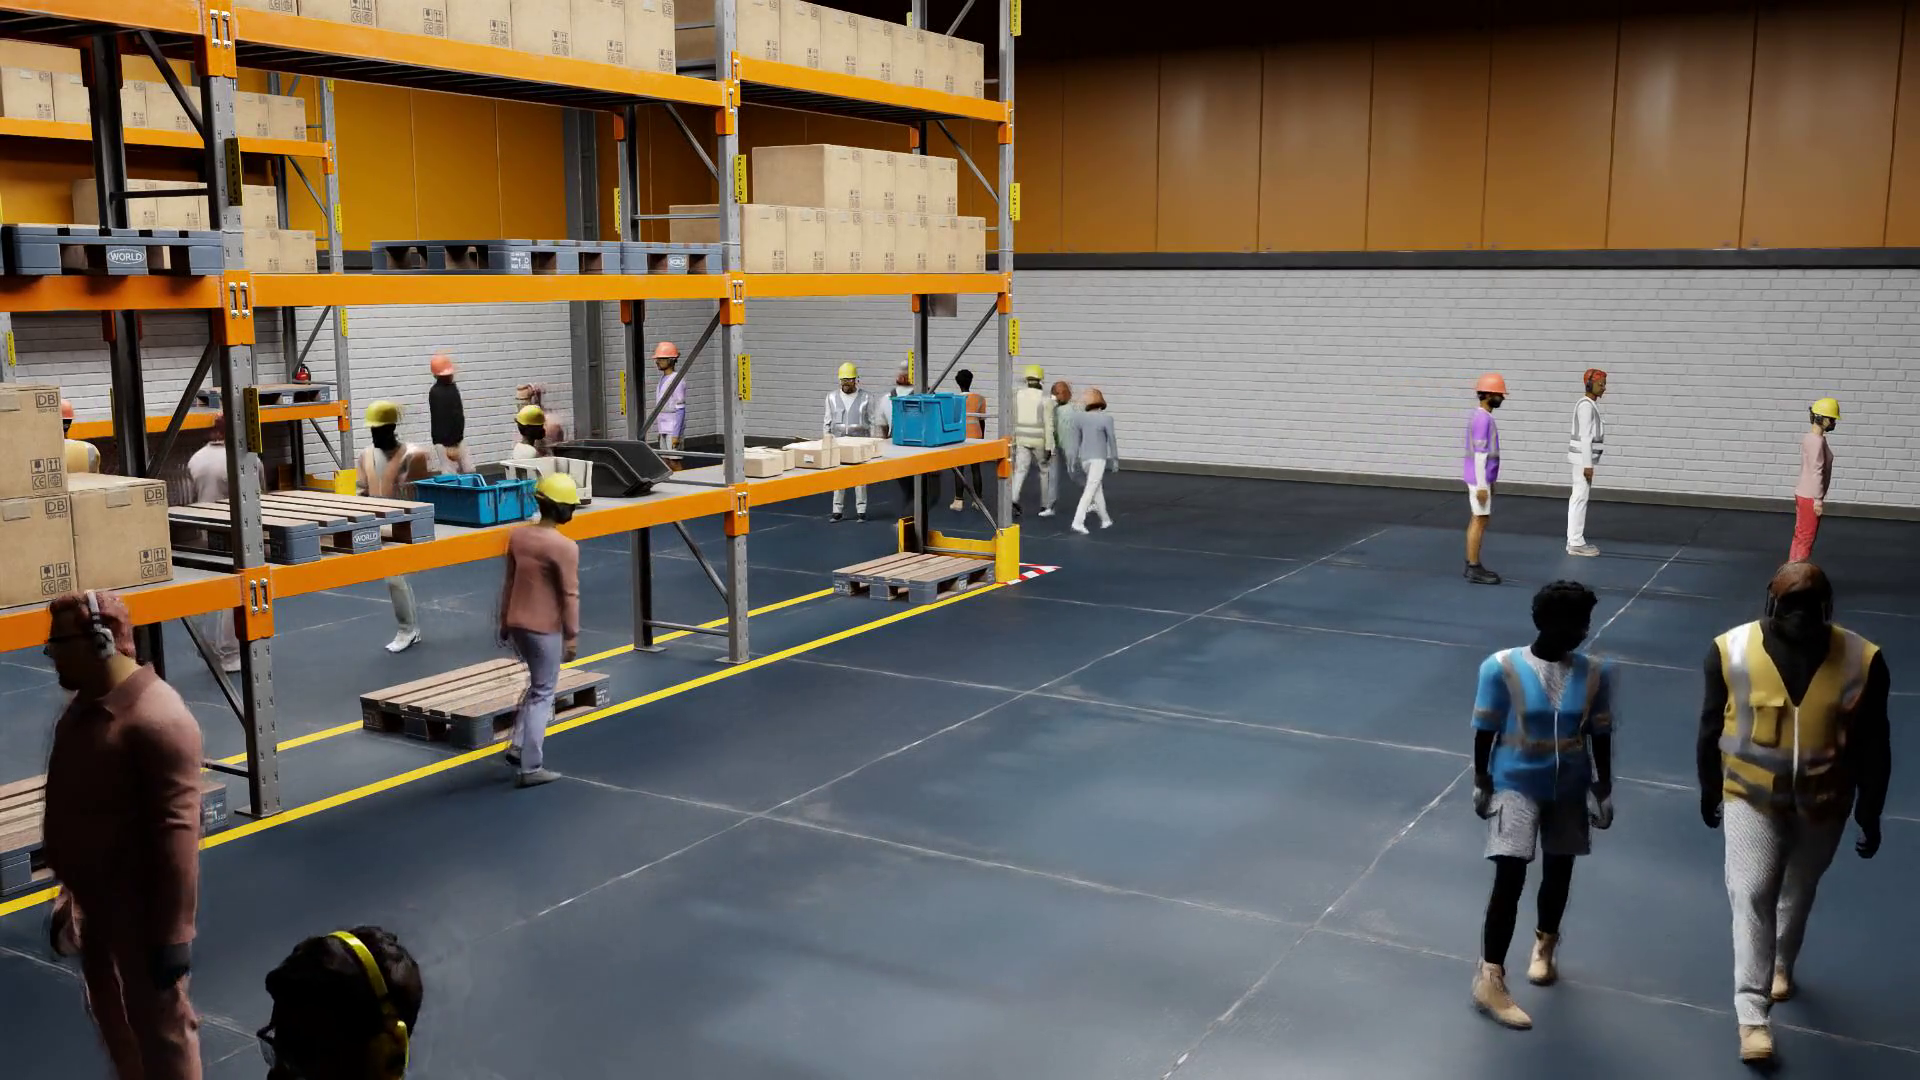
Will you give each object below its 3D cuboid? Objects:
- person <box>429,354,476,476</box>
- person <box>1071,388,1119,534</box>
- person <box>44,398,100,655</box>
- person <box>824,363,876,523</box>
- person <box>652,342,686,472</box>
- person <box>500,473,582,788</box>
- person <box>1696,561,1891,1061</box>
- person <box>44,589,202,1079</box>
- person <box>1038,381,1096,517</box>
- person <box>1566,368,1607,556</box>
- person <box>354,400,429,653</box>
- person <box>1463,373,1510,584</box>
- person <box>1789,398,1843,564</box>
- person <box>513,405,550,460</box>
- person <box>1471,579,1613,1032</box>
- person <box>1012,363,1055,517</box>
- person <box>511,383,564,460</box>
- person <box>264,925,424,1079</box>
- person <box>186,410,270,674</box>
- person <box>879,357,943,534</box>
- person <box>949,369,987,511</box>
[{"bbox_3d":[-5.745,-1.122,18.744,0.430,1.942,0.711,2,9,11],"label":"person"},{"bbox_3d":[1.451,-0.876,18.310,0.509,1.585,0.879,8,12,41],"label":"person"},{"bbox_3d":[-6.656,-0.102,12.376,0.362,1.938,0.545,4,10,25],"label":"person"},{"bbox_3d":[-1.260,-1.102,18.950,0.600,1.830,0.404,1,9,5],"label":"person"},{"bbox_3d":[-3.411,-1.294,19.493,0.370,2.044,0.608,-5,11,-30],"label":"person"},{"bbox_3d":[-2.320,0.496,9.252,0.545,1.732,0.500,7,11,37],"label":"person"},{"bbox_3d":[3.092,0.961,6.210,0.629,1.800,0.964,3,10,20],"label":"person"},{"bbox_3d":[-2.551,1.095,5.073,0.691,1.895,0.405,7,12,39],"label":"person"},{"bbox_3d":[1.289,-1.077,19.518,0.753,1.598,0.500,-5,10,-27],"label":"person"},{"bbox_3d":[6.338,-0.789,16.830,0.357,1.885,0.573,3,10,19],"label":"person"},{"bbox_3d":[-4.255,-0.093,12.419,0.613,1.903,0.576,4,10,23],"label":"person"},{"bbox_3d":[4.821,-0.569,15.296,0.365,1.937,0.549,3,9,16],"label":"person"},{"bbox_3d":[7.481,-0.360,14.552,0.328,1.759,0.523,3,10,18],"label":"person"},{"bbox_3d":[-3.509,-0.227,13.694,0.318,1.767,0.534,-5,10,-28],"label":"person"},{"bbox_3d":[2.252,0.988,6.442,0.596,1.655,0.594,-1,9,-5],"label":"person"},{"bbox_3d":[0.830,-1.167,19.466,0.593,1.803,0.884,5,10,27],"label":"person"},{"bbox_3d":[-3.793,-0.432,14.594,0.722,1.879,0.685,-8,12,-40],"label":"person"},{"bbox_3d":[-0.979,1.513,2.567,0.555,1.846,0.768,7,11,37],"label":"person"},{"bbox_3d":[-5.164,0.000,11.922,0.647,1.884,0.606,5,10,29],"label":"person"},{"bbox_3d":[-0.494,-0.882,16.924,0.692,2.000,0.685,6,11,33],"label":"person"},{"bbox_3d":[0.065,-1.200,19.968,0.540,1.699,0.317,-4,10,-24],"label":"person"}]
